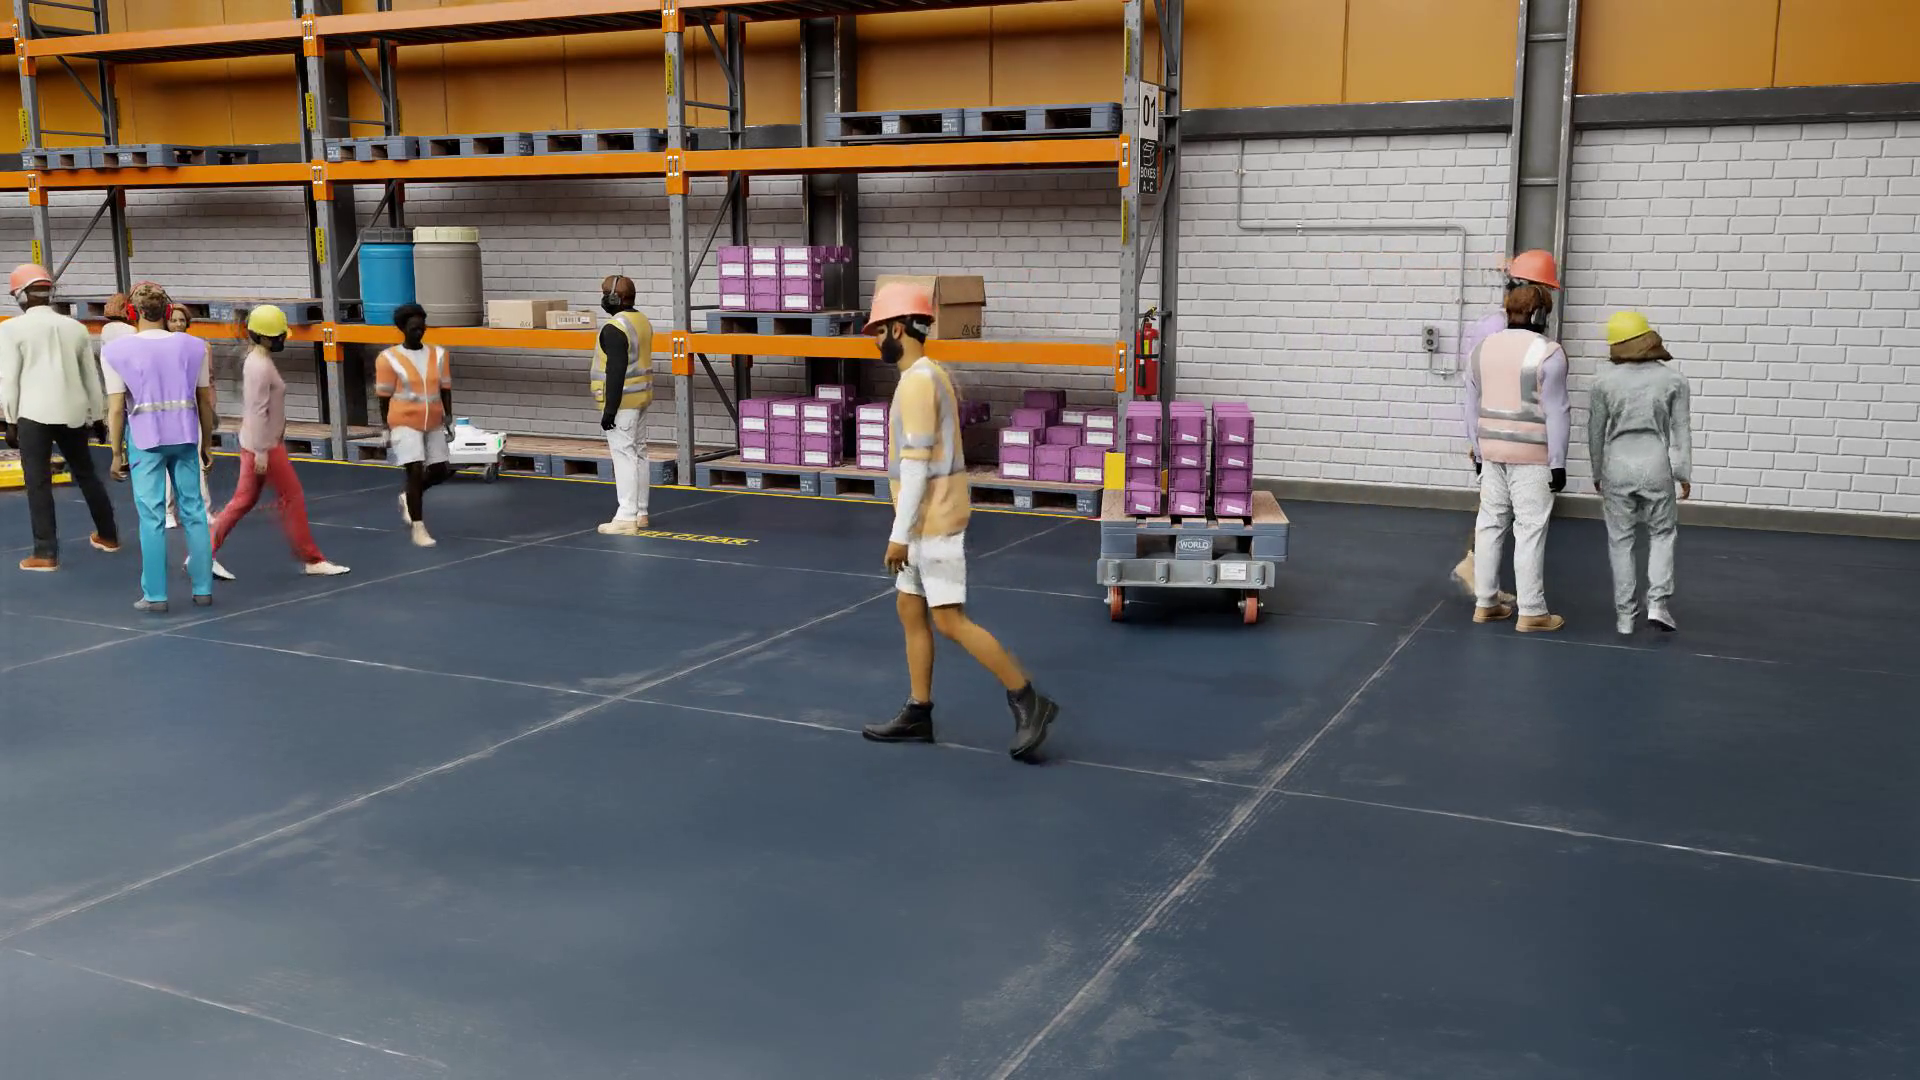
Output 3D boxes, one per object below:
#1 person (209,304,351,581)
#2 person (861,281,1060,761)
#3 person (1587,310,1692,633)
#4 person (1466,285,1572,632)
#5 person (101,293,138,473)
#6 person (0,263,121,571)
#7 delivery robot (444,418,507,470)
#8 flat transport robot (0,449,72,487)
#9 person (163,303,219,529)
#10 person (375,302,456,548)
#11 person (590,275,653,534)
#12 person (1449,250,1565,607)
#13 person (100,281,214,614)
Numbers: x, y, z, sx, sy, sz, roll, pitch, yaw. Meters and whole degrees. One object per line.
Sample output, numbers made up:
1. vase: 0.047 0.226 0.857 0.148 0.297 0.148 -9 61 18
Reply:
1. person: -4.281 -0.585 10.136 0.878 1.705 0.548 -5 11 -25
2. person: -0.010 -0.078 6.677 0.774 1.905 0.557 0 10 -1
3. person: 3.553 -0.342 8.719 0.522 1.710 0.373 3 10 19
4. person: 2.995 -0.434 8.885 0.429 1.840 0.624 -6 12 -32
5. person: -7.522 -1.406 15.018 0.500 1.636 0.281 6 11 29
6. person: -5.819 -0.812 10.775 0.563 1.948 0.792 5 11 27
7. delivery robot: -4.326 -0.824 14.510 0.707 0.478 0.477 -1 10 -8
8. flat transport robot: -8.302 -0.649 14.589 0.652 0.197 1.431 -8 12 -37
9. person: -5.699 -0.910 12.170 0.521 1.639 0.310 -10 14 -43
10. person: -3.772 -0.802 11.440 0.583 1.672 0.528 9 14 43
11. person: -2.424 -0.967 11.923 0.429 1.844 0.625 1 10 8
12. person: 3.102 -0.611 9.374 0.473 2.014 0.643 7 12 35
13. person: -4.448 -0.509 9.279 0.565 1.846 0.390 -10 14 -44
